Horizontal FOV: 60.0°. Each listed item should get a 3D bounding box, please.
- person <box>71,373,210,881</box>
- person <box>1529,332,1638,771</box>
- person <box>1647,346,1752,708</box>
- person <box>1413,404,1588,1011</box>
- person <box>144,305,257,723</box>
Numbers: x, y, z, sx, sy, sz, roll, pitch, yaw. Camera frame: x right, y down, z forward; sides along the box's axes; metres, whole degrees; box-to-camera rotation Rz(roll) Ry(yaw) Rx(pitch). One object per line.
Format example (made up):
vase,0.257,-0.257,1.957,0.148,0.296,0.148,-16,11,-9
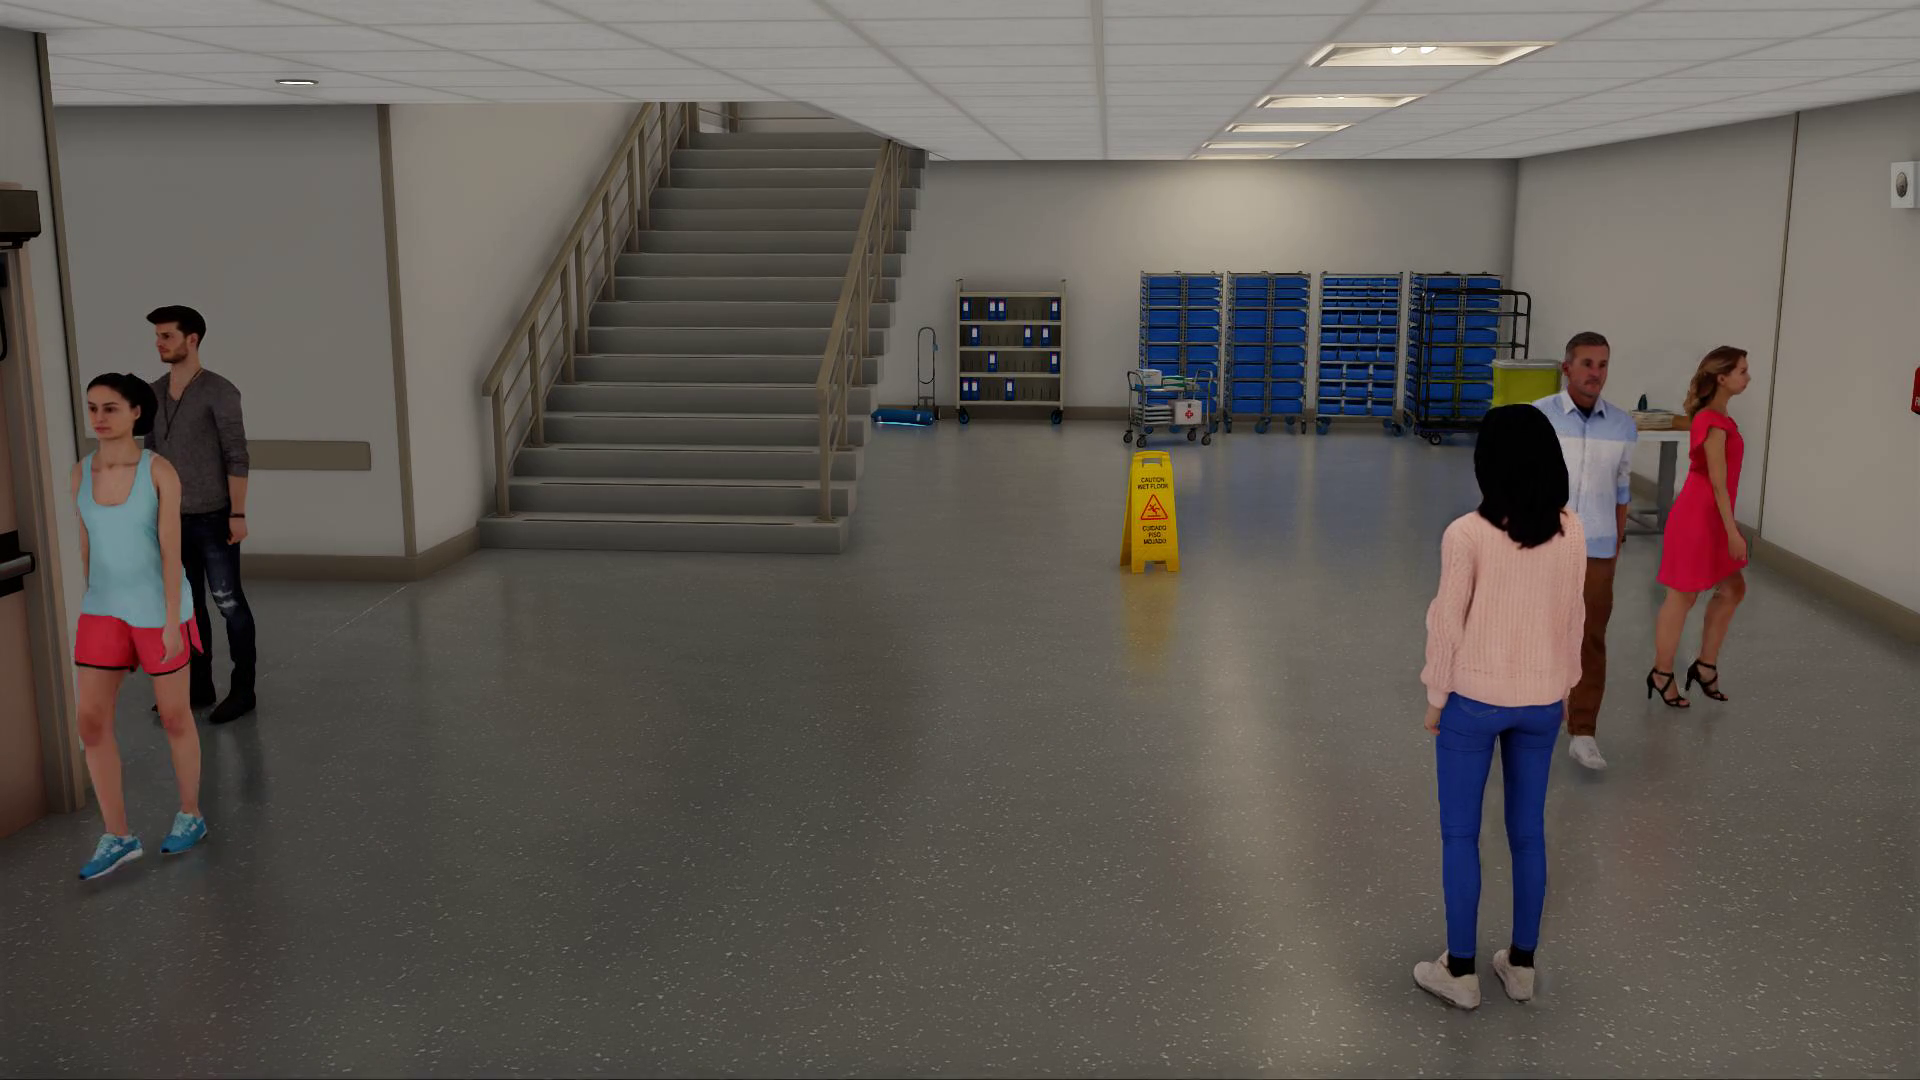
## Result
person,-2.873,0.284,5.932,0.607,1.744,0.806,0,11,1
person,2.568,0.026,7.162,0.685,1.794,1.125,1,11,7
person,3.385,-0.058,7.815,0.763,1.714,0.701,7,13,33
person,1.574,0.484,4.814,0.694,1.769,0.618,-1,11,-7
person,-3.504,-0.127,7.677,0.751,1.903,0.651,4,11,19
